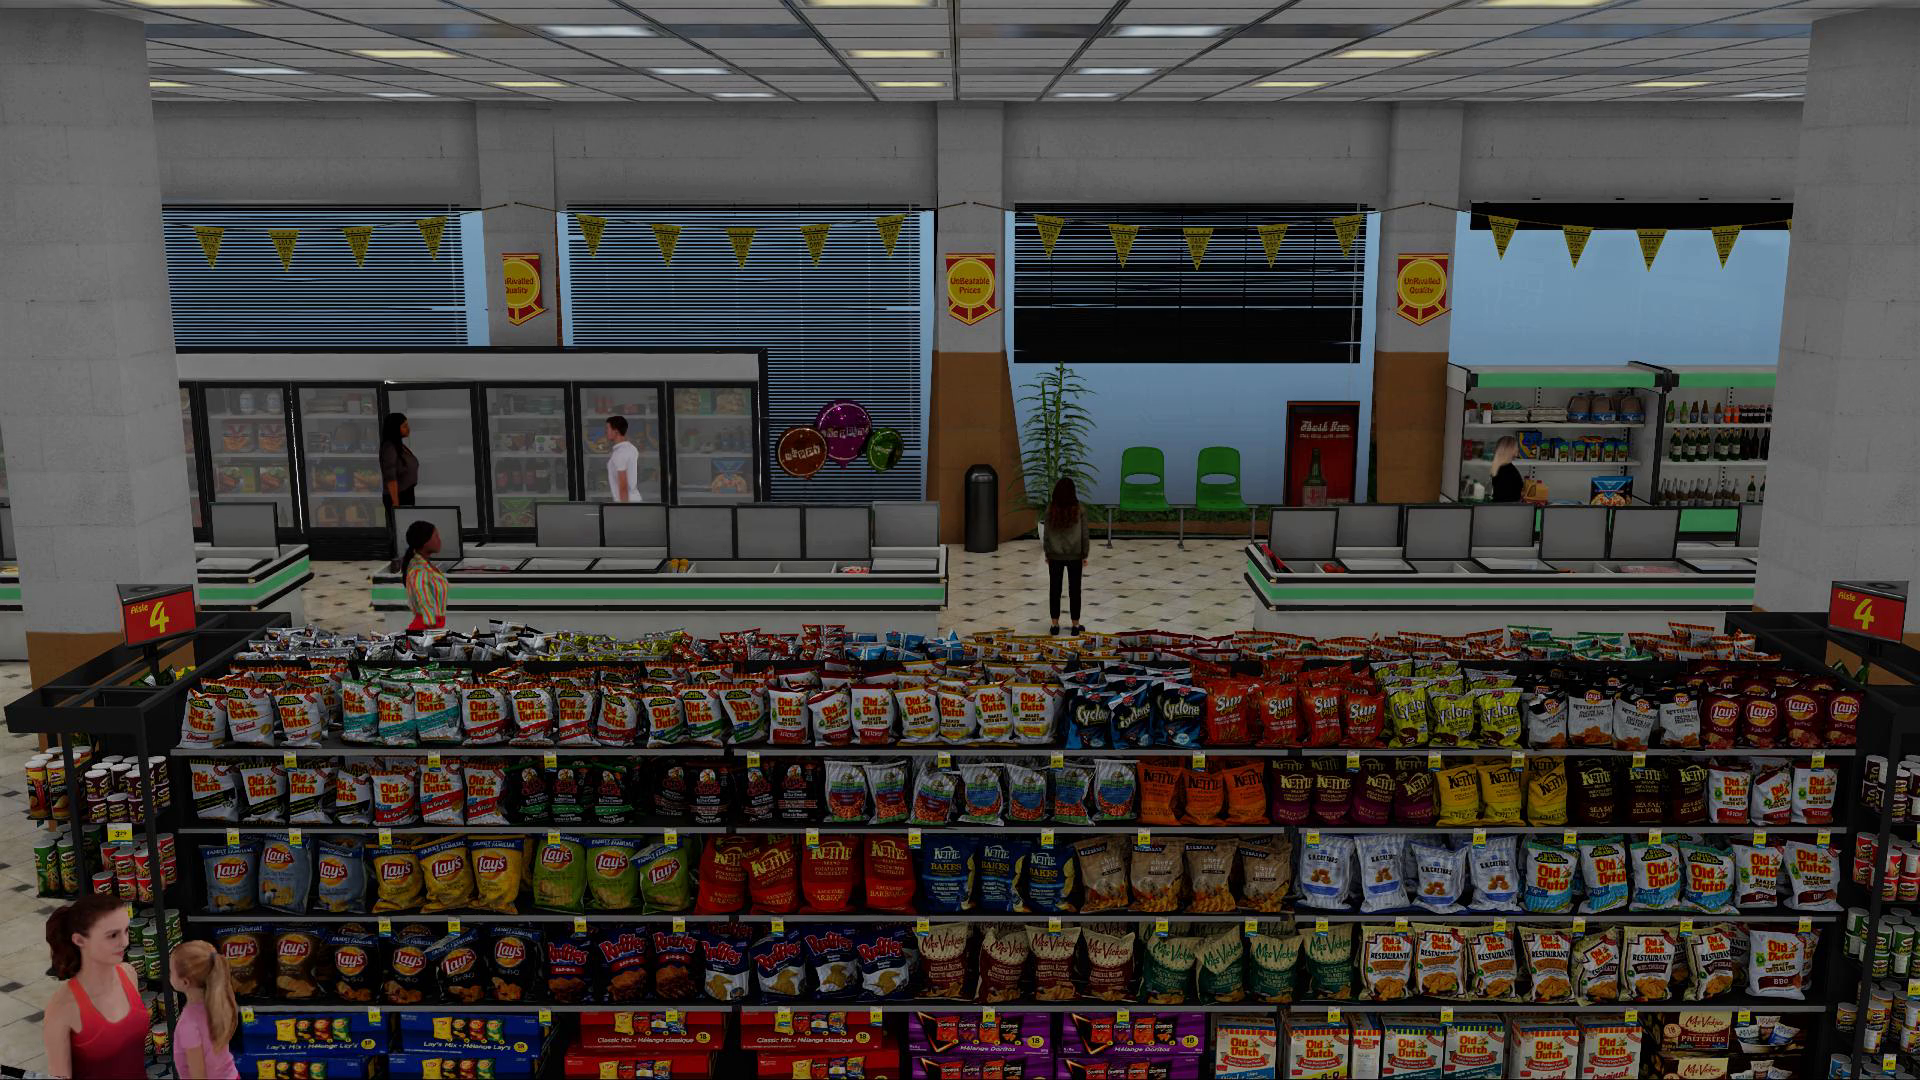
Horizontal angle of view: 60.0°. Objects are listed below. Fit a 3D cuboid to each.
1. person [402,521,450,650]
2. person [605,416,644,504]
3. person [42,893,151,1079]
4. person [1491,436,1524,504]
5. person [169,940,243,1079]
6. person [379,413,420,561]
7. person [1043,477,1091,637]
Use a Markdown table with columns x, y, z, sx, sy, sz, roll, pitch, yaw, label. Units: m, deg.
| x | y | z | sx | sy | sz | roll | pitch | yaw | label |
| --- | --- | --- | --- | --- | --- | --- | --- | --- | --- |
| -3.834 | 0.776 | 11.688 | 1.187 | 1.733 | 0.764 | -2 | 12 | -12 | person |
| -3.245 | -0.306 | 16.684 | 1.234 | 1.794 | 0.803 | 2 | 12 | 9 | person |
| -2.998 | 2.036 | 5.734 | 1.005 | 1.722 | 0.810 | 5 | 13 | 22 | person |
| 5.259 | -0.180 | 16.402 | 0.961 | 1.663 | 0.601 | 0 | 12 | 0 | person |
| -2.816 | 2.141 | 6.402 | 0.888 | 1.242 | 0.501 | 0 | 12 | 0 | person |
| -5.732 | -0.386 | 16.956 | 0.630 | 1.838 | 0.668 | -2 | 12 | -8 | person |
| 0.972 | 0.146 | 15.309 | 0.508 | 1.475 | 0.678 | 2 | 12 | 12 | person |
